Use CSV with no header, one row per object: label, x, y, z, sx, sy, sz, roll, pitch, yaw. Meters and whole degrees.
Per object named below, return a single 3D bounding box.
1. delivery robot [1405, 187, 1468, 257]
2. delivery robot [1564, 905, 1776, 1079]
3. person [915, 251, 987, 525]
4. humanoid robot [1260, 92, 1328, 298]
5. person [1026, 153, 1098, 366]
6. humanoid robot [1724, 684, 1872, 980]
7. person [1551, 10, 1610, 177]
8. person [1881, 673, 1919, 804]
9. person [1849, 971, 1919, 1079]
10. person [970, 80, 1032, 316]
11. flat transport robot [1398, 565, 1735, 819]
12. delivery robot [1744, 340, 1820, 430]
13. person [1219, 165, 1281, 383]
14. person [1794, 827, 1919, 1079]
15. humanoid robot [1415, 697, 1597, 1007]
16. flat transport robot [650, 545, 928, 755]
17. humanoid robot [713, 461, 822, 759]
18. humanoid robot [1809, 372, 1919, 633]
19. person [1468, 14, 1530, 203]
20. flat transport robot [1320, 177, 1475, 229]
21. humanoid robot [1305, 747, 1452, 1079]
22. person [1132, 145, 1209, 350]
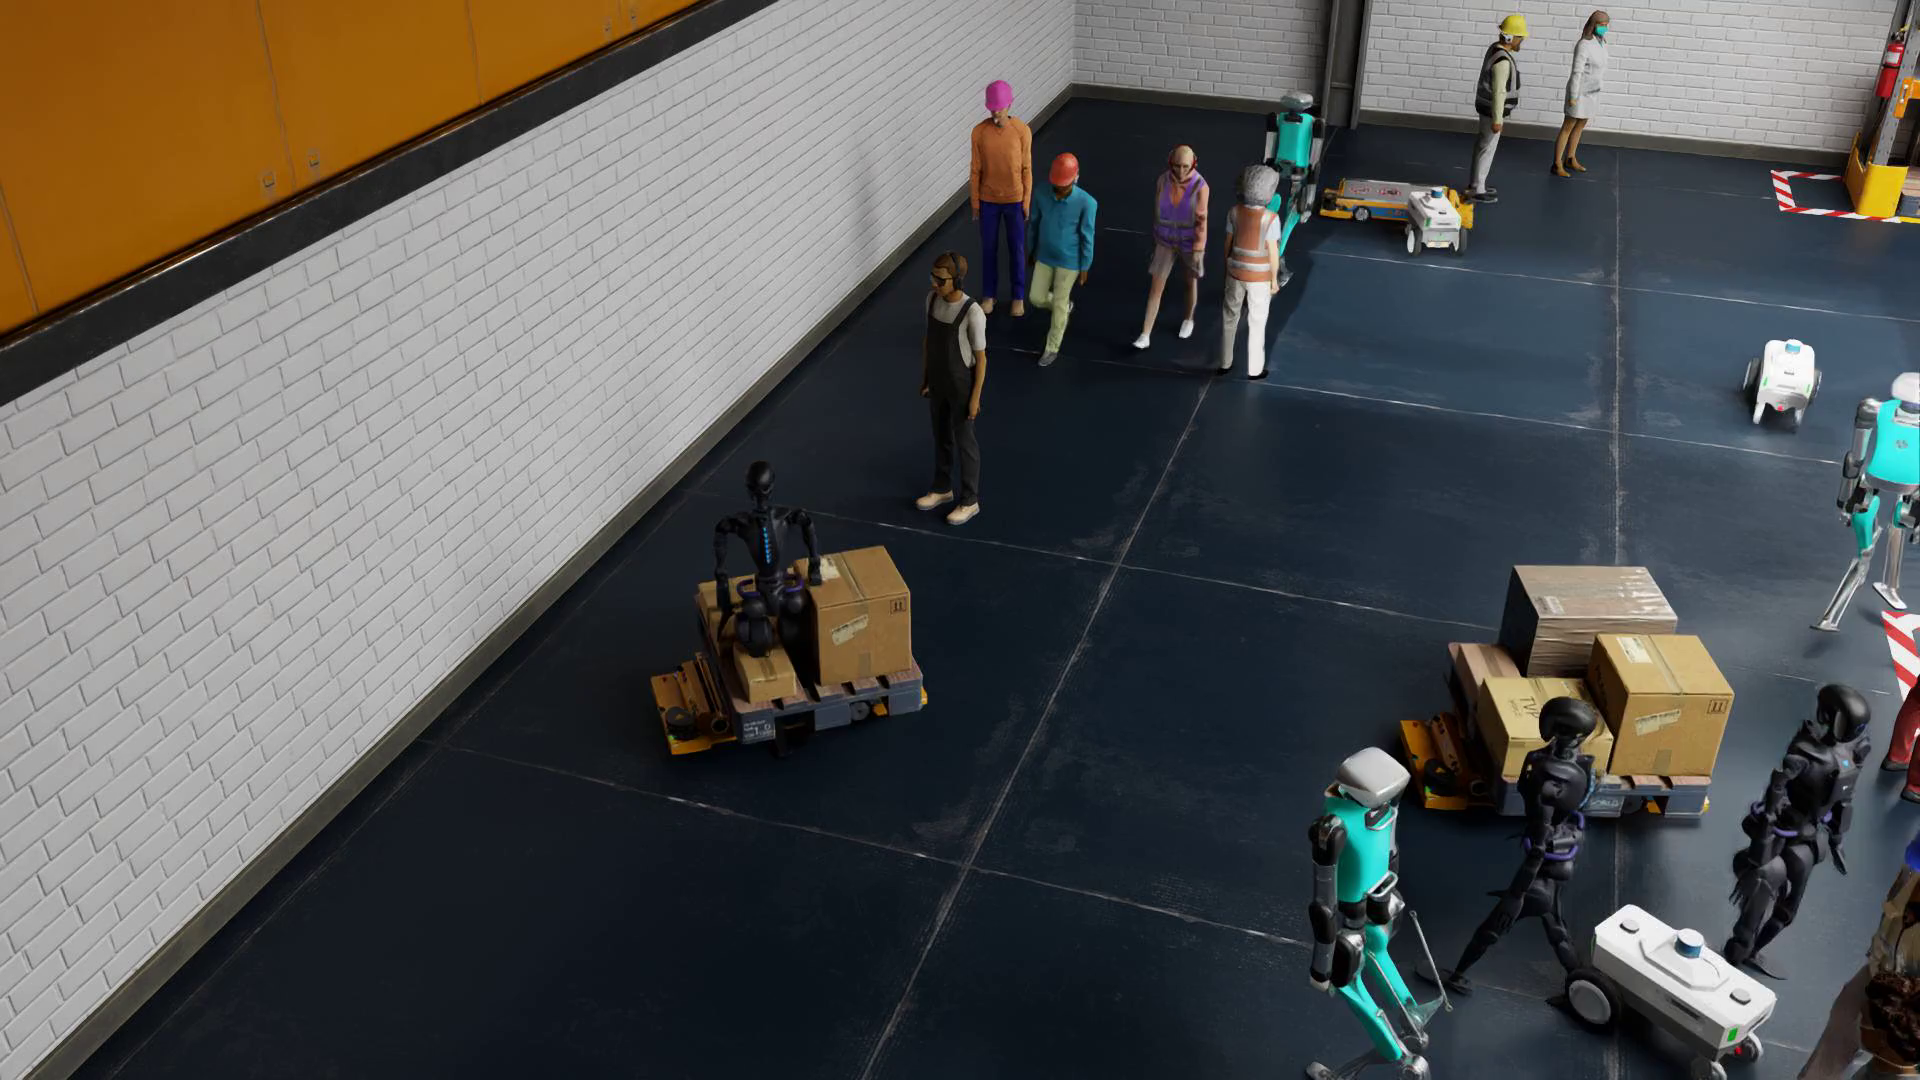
delivery robot,4.379,-2.932,15.349,0.514,0.613,0.785,0,30,0
delivery robot,3.043,1.908,7.100,0.499,0.597,0.798,-21,36,-32
person,-0.062,-0.987,10.749,0.339,1.845,0.512,-27,40,-37
humanoid robot,2.648,-2.816,13.977,0.547,1.735,0.941,20,36,30
person,0.795,-2.228,12.980,0.609,1.711,0.553,19,36,29
humanoid robot,3.503,1.290,7.041,0.588,1.652,0.376,-14,33,-23
person,6.388,-4.562,17.008,0.496,1.660,0.337,-23,38,-34
person,5.003,0.525,8.261,0.323,1.762,0.523,4,31,6
person,2.919,2.191,5.338,0.942,1.854,0.543,12,32,19
person,0.333,-2.819,13.749,0.518,1.972,0.404,4,31,7
flat transport robot,3.081,1.141,8.685,1.431,0.231,0.659,1,30,1
delivery robot,6.149,-1.199,12.400,0.499,0.612,0.813,13,33,21
person,2.213,-2.022,12.660,0.458,1.686,0.302,17,35,27
person,3.593,1.691,6.316,0.849,1.719,0.494,-7,31,-12
humanoid robot,2.451,1.343,7.003,0.795,1.635,0.603,14,33,23
flat transport robot,-0.956,0.809,9.249,1.431,0.231,0.659,-10,32,-16
humanoid robot,-0.973,0.372,8.615,0.586,1.644,0.407,-6,31,-10
humanoid robot,5.386,-0.253,9.629,0.545,1.725,1.027,20,36,30
person,5.243,-4.219,16.279,0.404,1.819,0.596,5,31,9
flat transport robot,4.261,-3.277,16.200,1.431,0.231,0.659,8,31,13
humanoid robot,1.737,1.681,6.369,0.882,1.819,0.554,26,39,36
person,1.719,-2.298,13.170,0.476,1.649,0.846,13,33,20
